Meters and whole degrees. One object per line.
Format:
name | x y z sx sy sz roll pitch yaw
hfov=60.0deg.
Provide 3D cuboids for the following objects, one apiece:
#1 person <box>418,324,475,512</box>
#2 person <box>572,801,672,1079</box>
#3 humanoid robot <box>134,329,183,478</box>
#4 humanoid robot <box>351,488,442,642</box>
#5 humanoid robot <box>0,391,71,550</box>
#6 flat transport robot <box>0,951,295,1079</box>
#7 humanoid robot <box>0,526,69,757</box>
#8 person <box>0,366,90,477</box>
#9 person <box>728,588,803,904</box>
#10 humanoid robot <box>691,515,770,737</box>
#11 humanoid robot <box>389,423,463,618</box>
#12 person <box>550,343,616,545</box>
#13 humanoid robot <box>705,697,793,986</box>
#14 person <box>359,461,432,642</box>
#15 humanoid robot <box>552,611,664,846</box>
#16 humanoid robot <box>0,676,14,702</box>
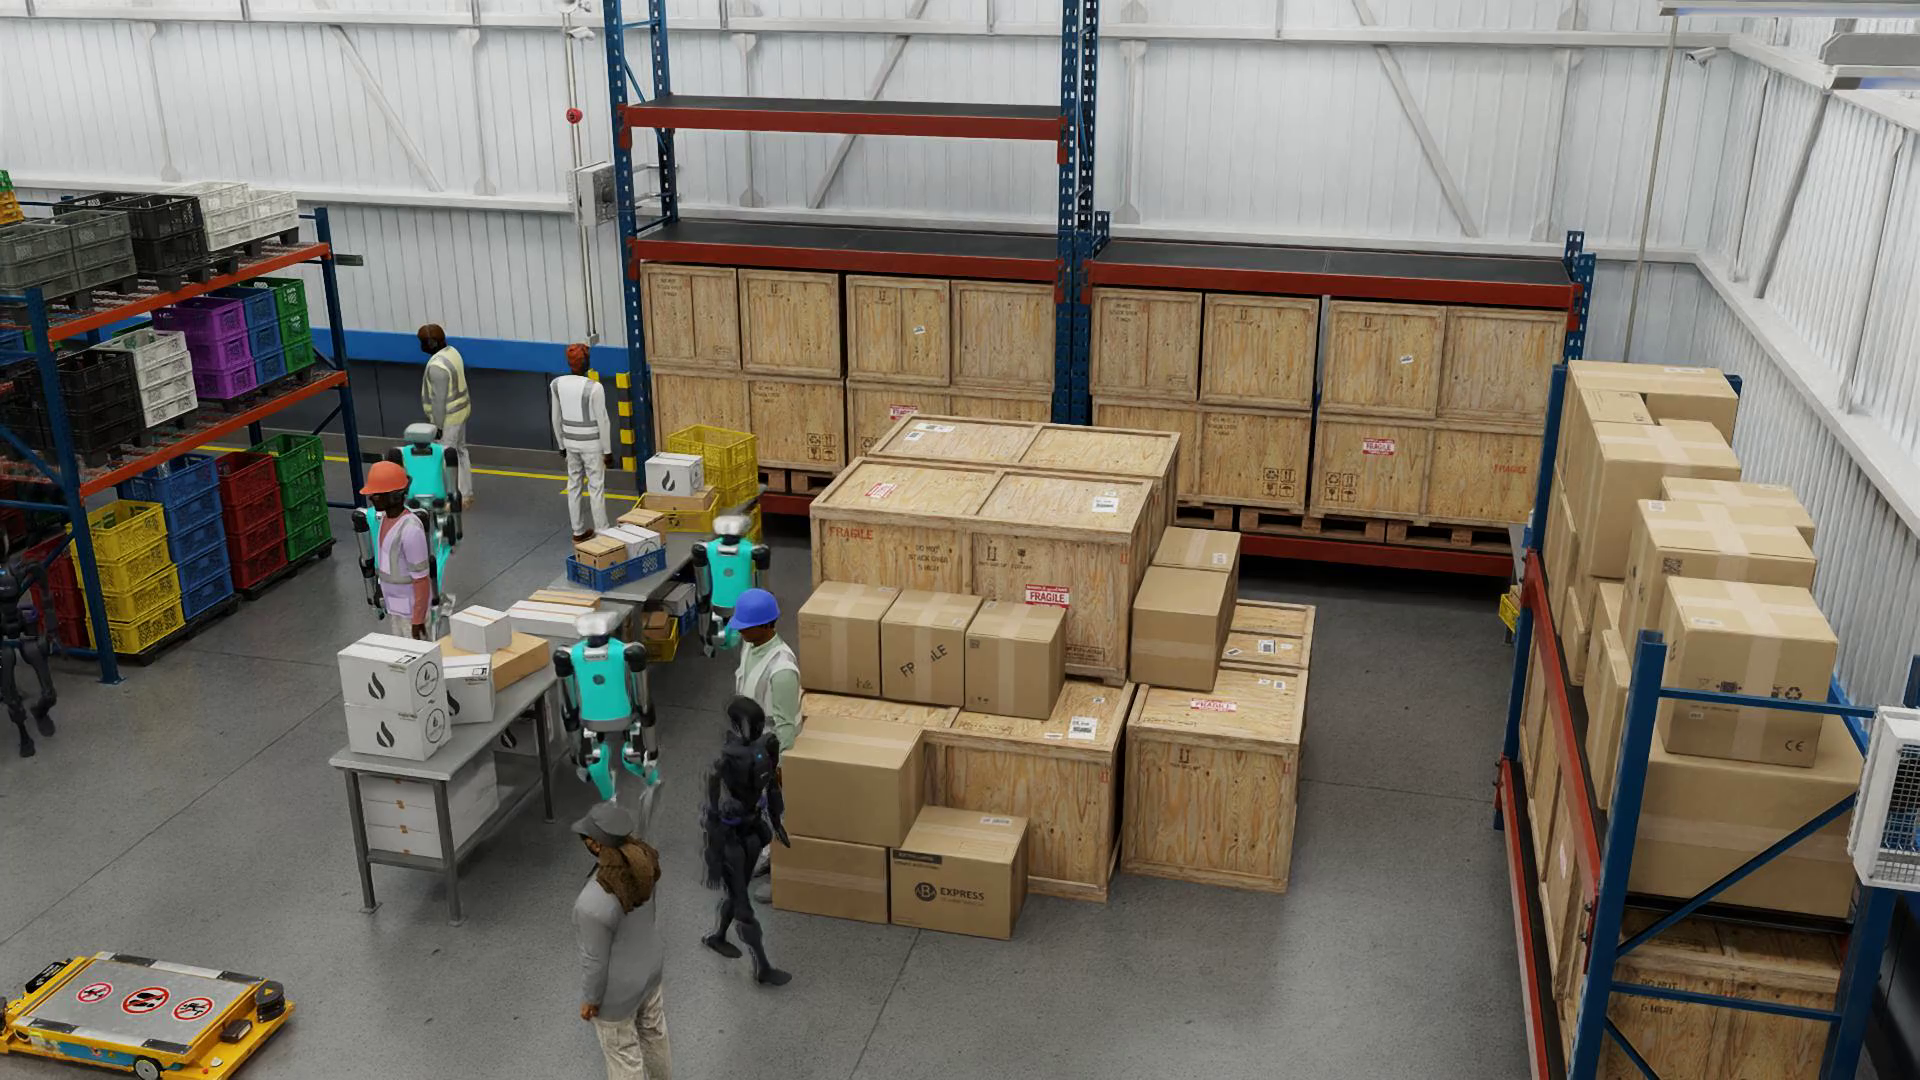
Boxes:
person | -4.918 -1.180 15.955 0.432 1.830 0.627 -1 21 -2
person | -1.553 2.004 7.698 0.396 1.770 0.563 7 22 19
humanoid robot | -7.774 -1.185 16.253 0.547 1.898 0.708 -4 21 -11
humanoid robot | -3.967 0.306 12.008 0.533 1.671 0.735 0 21 0
humanoid robot | -8.024 -0.510 14.453 0.618 1.619 0.773 4 21 11
flat transport robot | -4.270 2.464 8.601 1.431 0.231 0.659 5 22 13
humanoid robot | -6.430 0.669 11.309 0.585 1.649 0.403 -14 25 -32
person | -9.303 -1.426 16.470 0.608 1.922 0.999 12 24 29
person | -1.113 1.170 9.652 0.411 1.939 0.602 -10 23 -24
humanoid robot | -1.500 0.557 11.594 0.530 1.778 1.003 2 21 5
humanoid robot | -4.179 -0.001 13.022 0.540 1.734 1.048 -3 21 -7
person | -3.385 -0.848 15.004 0.573 1.882 0.361 10 23 24
humanoid robot | -1.127 1.597 8.943 0.765 1.630 0.585 13 25 31
person | -3.823 0.436 11.424 0.371 2.042 0.613 -15 25 -34
humanoid robot | -2.042 1.208 9.863 0.563 1.815 0.769 -1 21 -2
humanoid robot | -7.252 0.428 11.979 0.630 1.633 0.611 2 21 5
